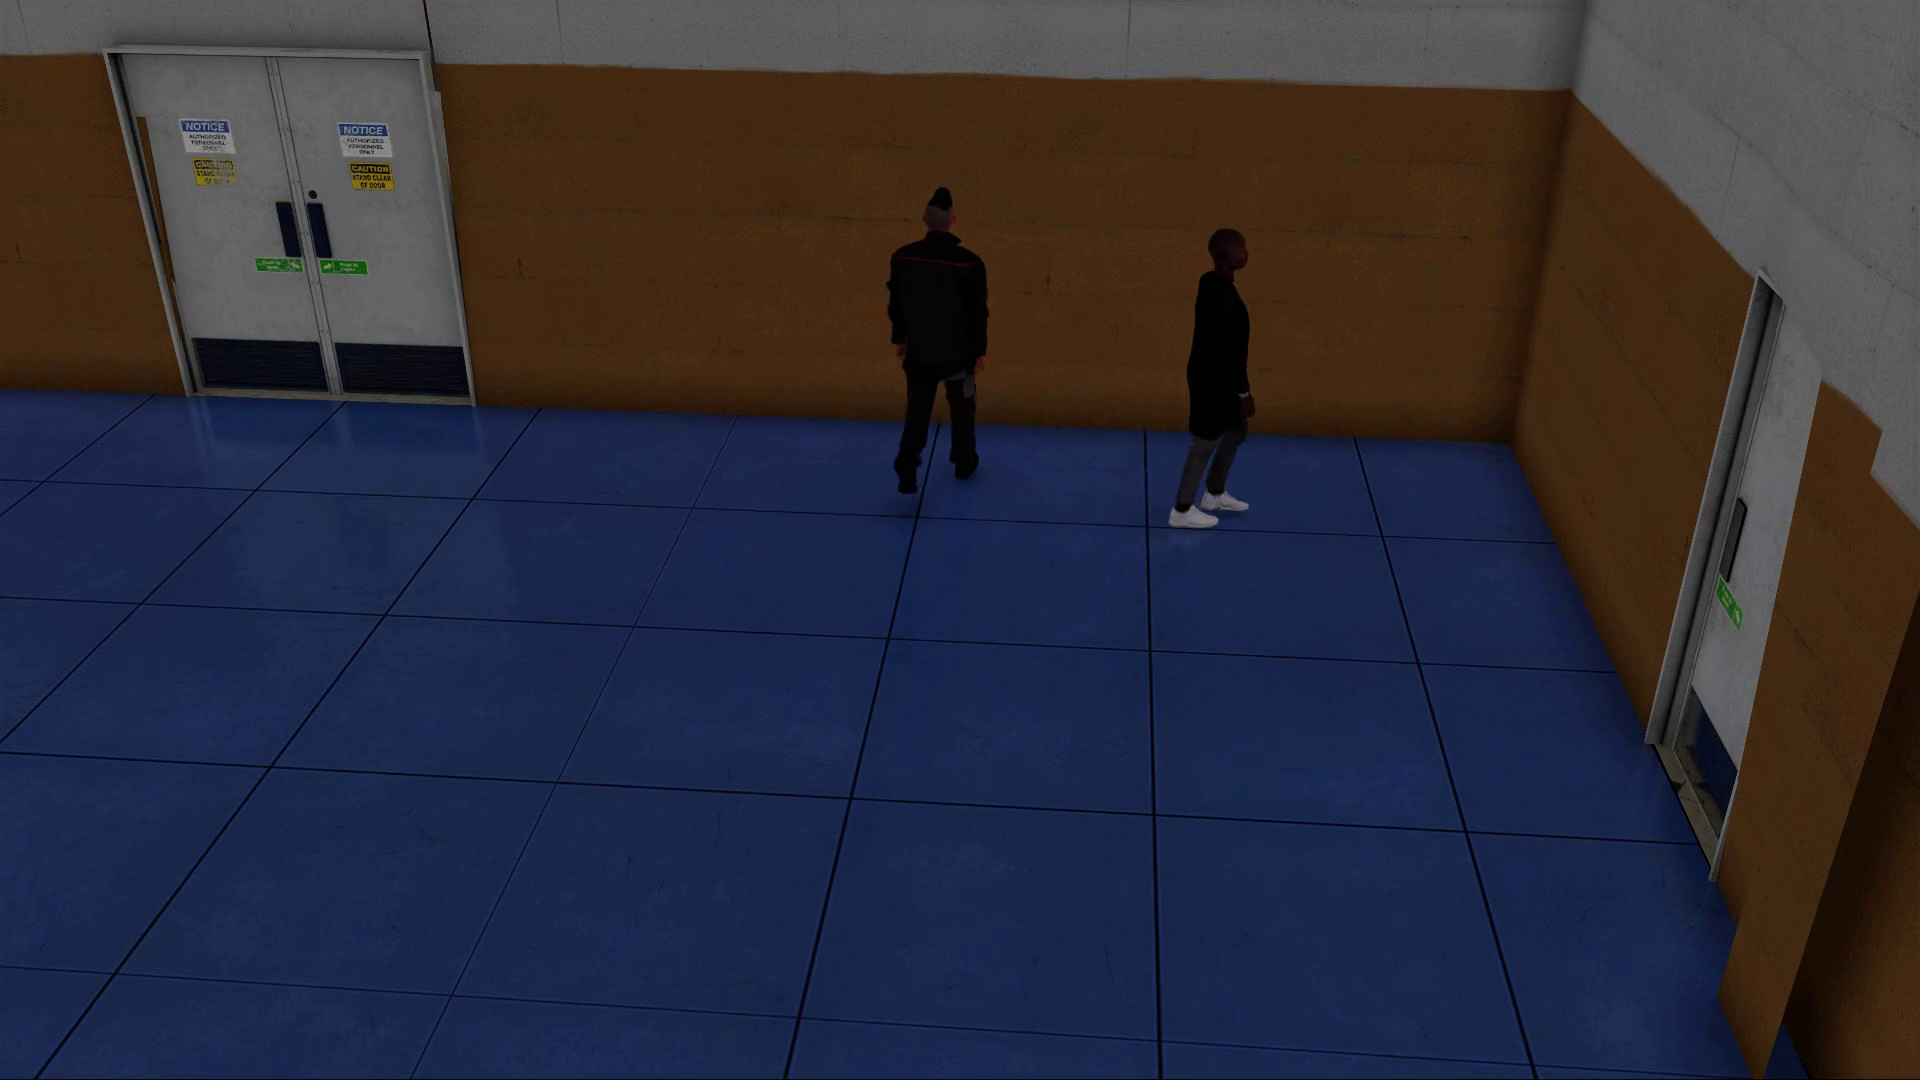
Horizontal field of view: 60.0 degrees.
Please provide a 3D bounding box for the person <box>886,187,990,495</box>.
[{"bbox_3d":[-0.137,-1.105,9.507,0.894,1.843,1.090,8,30,15],"label":"person"}]

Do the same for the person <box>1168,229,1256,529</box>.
[{"bbox_3d":[1.313,-0.852,9.174,0.713,1.743,0.640,1,29,2],"label":"person"}]
